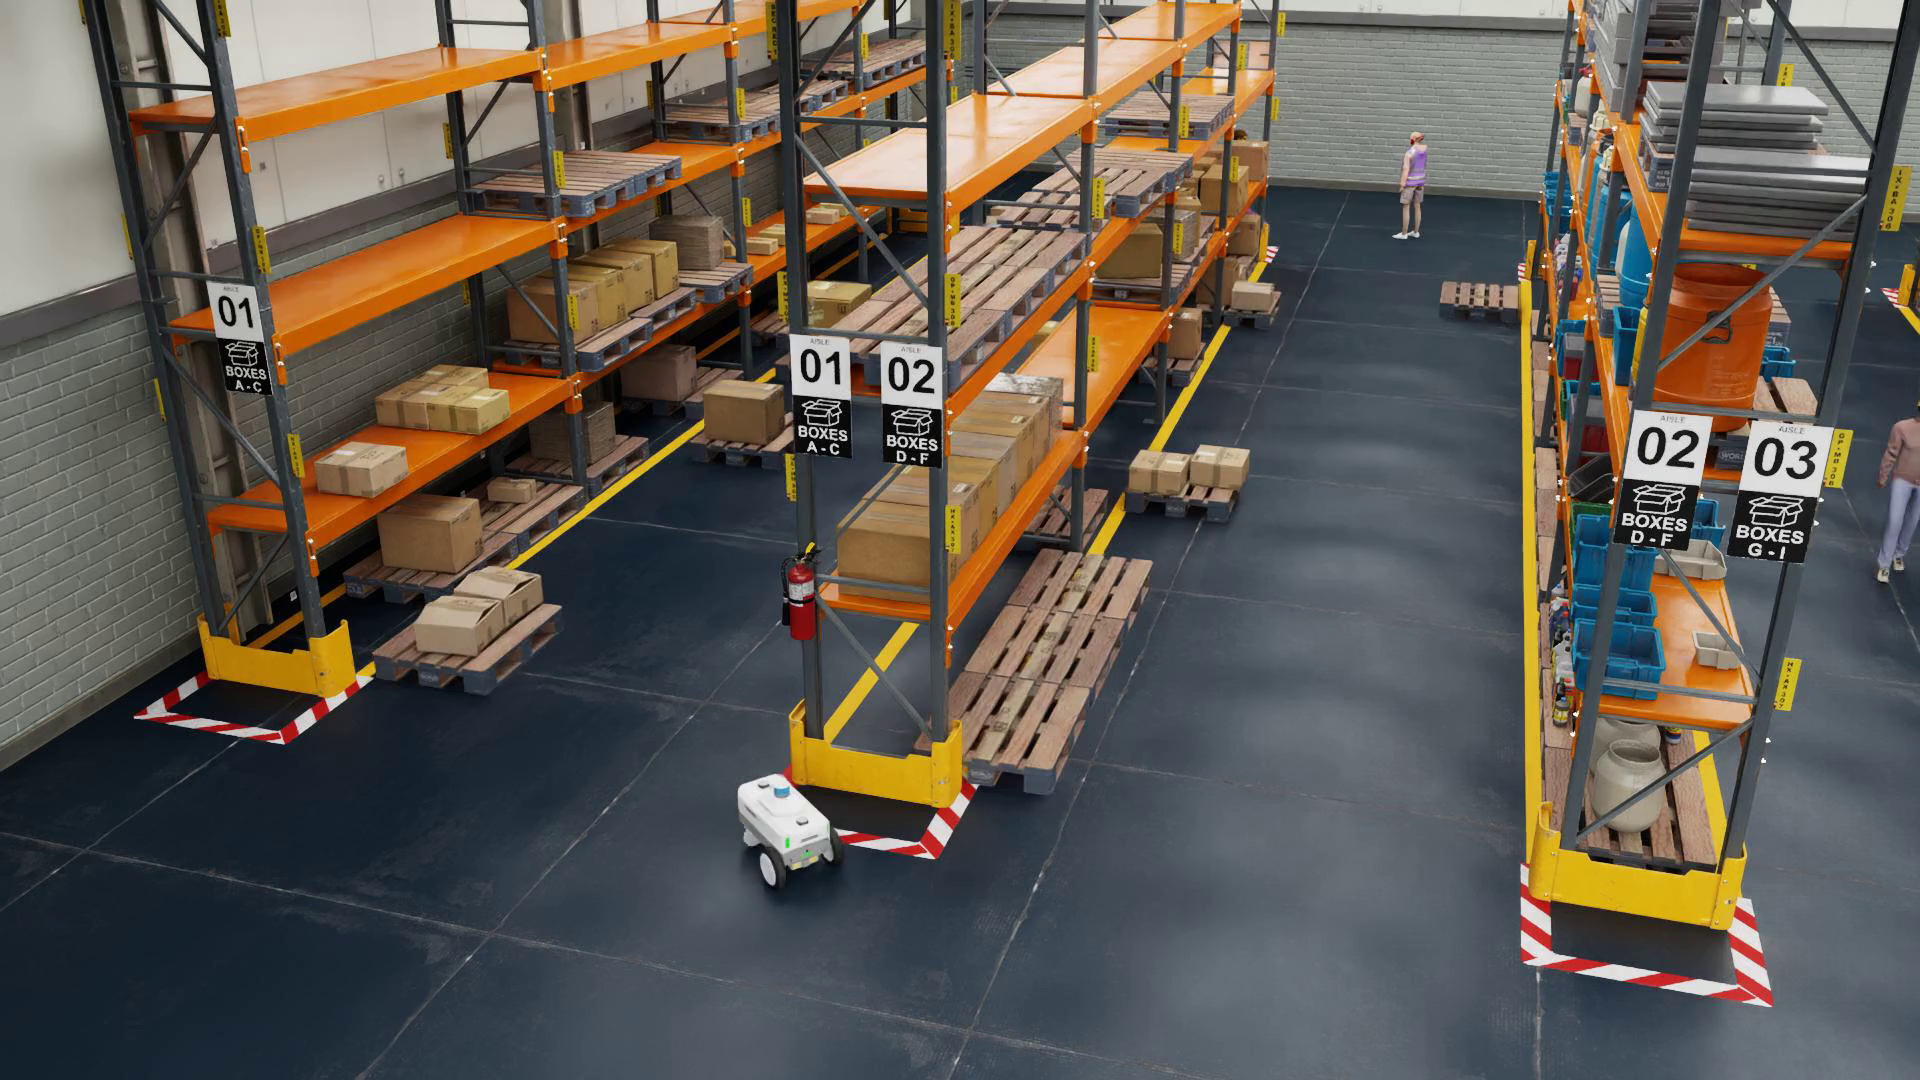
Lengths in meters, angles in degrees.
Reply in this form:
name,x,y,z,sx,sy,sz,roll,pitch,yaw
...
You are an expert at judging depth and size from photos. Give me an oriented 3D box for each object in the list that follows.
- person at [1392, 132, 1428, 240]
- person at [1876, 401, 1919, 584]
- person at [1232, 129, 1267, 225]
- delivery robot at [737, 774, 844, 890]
name,x,y,z,sx,sy,sz,roll,pitch,yaw
person,7.188,-5.624,26.423,0.489,1.688,0.345,-14,27,-29
person,8.269,-0.461,14.388,0.544,1.730,0.837,8,25,18
person,4.474,-5.567,26.166,0.688,1.776,0.510,8,25,17
delivery robot,-1.104,1.829,10.586,0.507,0.608,0.779,-15,27,-31
